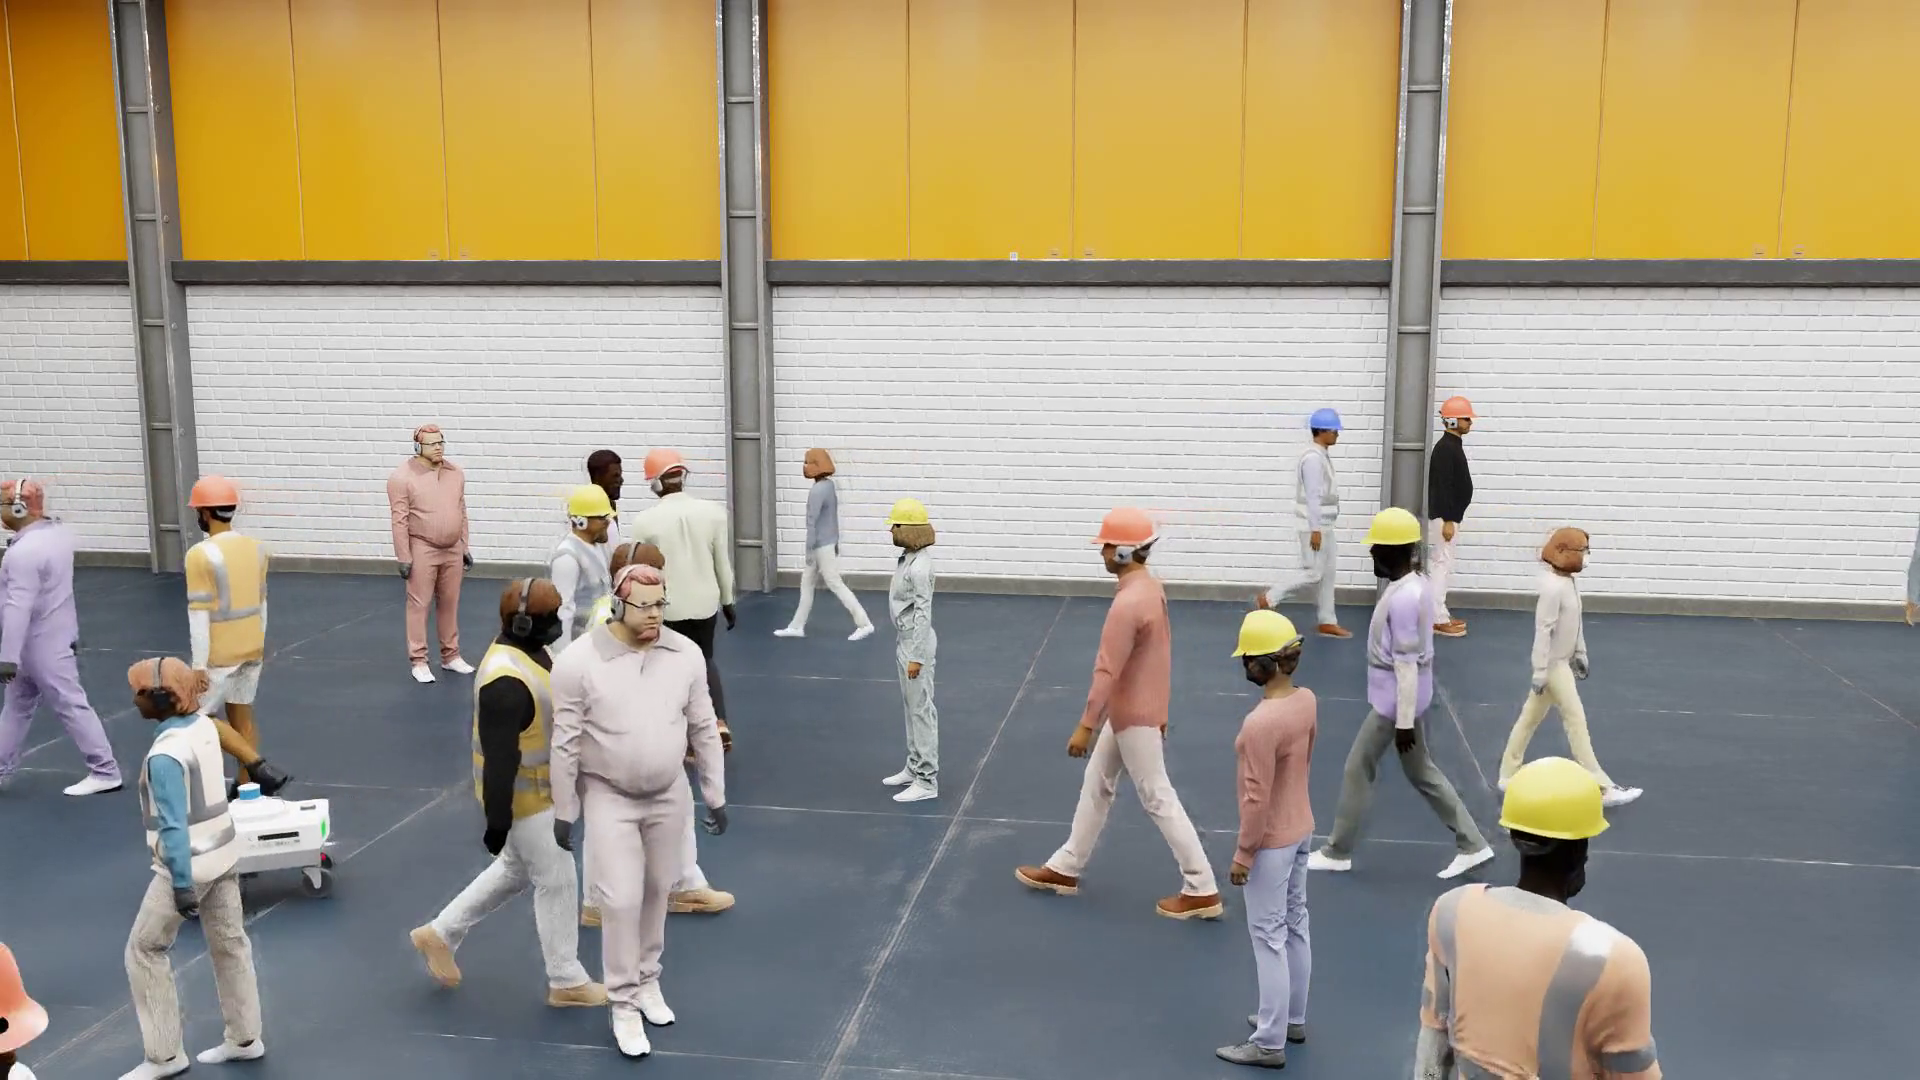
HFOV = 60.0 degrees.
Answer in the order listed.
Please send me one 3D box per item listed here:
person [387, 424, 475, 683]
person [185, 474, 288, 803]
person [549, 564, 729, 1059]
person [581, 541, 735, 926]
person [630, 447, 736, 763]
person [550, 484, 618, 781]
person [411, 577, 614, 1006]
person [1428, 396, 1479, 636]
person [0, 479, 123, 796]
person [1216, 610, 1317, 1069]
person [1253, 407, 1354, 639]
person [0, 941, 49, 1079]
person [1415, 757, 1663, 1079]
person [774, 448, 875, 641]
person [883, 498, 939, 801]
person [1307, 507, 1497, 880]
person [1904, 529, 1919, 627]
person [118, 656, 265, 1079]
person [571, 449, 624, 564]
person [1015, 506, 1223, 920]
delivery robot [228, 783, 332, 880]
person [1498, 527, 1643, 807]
[{"bbox_3d":[-3.898,0.090,12.357,0.408,1.908,0.643,7,11,35],"label":"person"},{"bbox_3d":[-3.990,0.599,9.153,0.536,1.922,0.574,3,10,17],"label":"person"},{"bbox_3d":[-1.201,1.042,6.512,0.680,1.889,0.658,-7,11,-35],"label":"person"},{"bbox_3d":[-1.396,0.906,7.609,0.814,1.810,0.626,1,9,6],"label":"person"},{"bbox_3d":[-1.692,0.410,10.191,0.650,1.965,0.517,-5,11,-29],"label":"person"},{"bbox_3d":[-2.093,0.563,9.770,0.894,1.786,0.615,0,9,1],"label":"person"},{"bbox_3d":[-1.865,1.038,6.820,0.822,1.814,0.638,-1,9,-8],"label":"person"},{"bbox_3d":[4.101,-0.207,13.915,0.378,1.995,0.609,3,10,18],"label":"person"},{"bbox_3d":[-5.341,0.576,9.499,0.980,1.850,0.669,-3,10,-17],"label":"person"},{"bbox_3d":[1.180,1.135,6.367,0.320,1.762,0.522,6,11,33],"label":"person"},{"bbox_3d":[2.858,-0.136,13.681,0.736,1.929,0.619,4,10,24],"label":"person"},{"bbox_3d":[-1.696,1.607,2.984,0.752,1.908,0.568,1,9,7],"label":"person"},{"bbox_3d":[1.359,1.455,4.035,0.993,1.882,0.589,-5,11,-29],"label":"person"},{"bbox_3d":[-1.097,0.040,13.624,0.853,1.597,0.508,1,9,8],"label":"person"},{"bbox_3d":[-0.287,0.623,9.568,0.295,1.744,0.488,-2,9,-11],"label":"person"},{"bbox_3d":[2.210,0.768,8.253,0.974,1.884,0.603,3,10,20],"label":"person"},{"bbox_3d":[6.361,0.408,10.515,0.650,1.874,1.076,6,11,31],"label":"person"},{"bbox_3d":[-2.946,1.229,6.229,0.605,1.620,0.536,-1,9,-4],"label":"person"},{"bbox_3d":[-2.294,0.361,10.724,0.464,1.900,0.592,0,9,-1],"label":"person"},{"bbox_3d":[0.789,0.807,7.832,1.030,1.945,0.607,2,9,13],"label":"person"},{"bbox_3d":[-3.413,1.419,8.024,0.707,0.478,0.477,-4,10,-21],"label":"delivery robot"},{"bbox_3d":[3.477,0.717,9.428,0.825,1.585,0.523,5,11,29],"label":"person"}]
